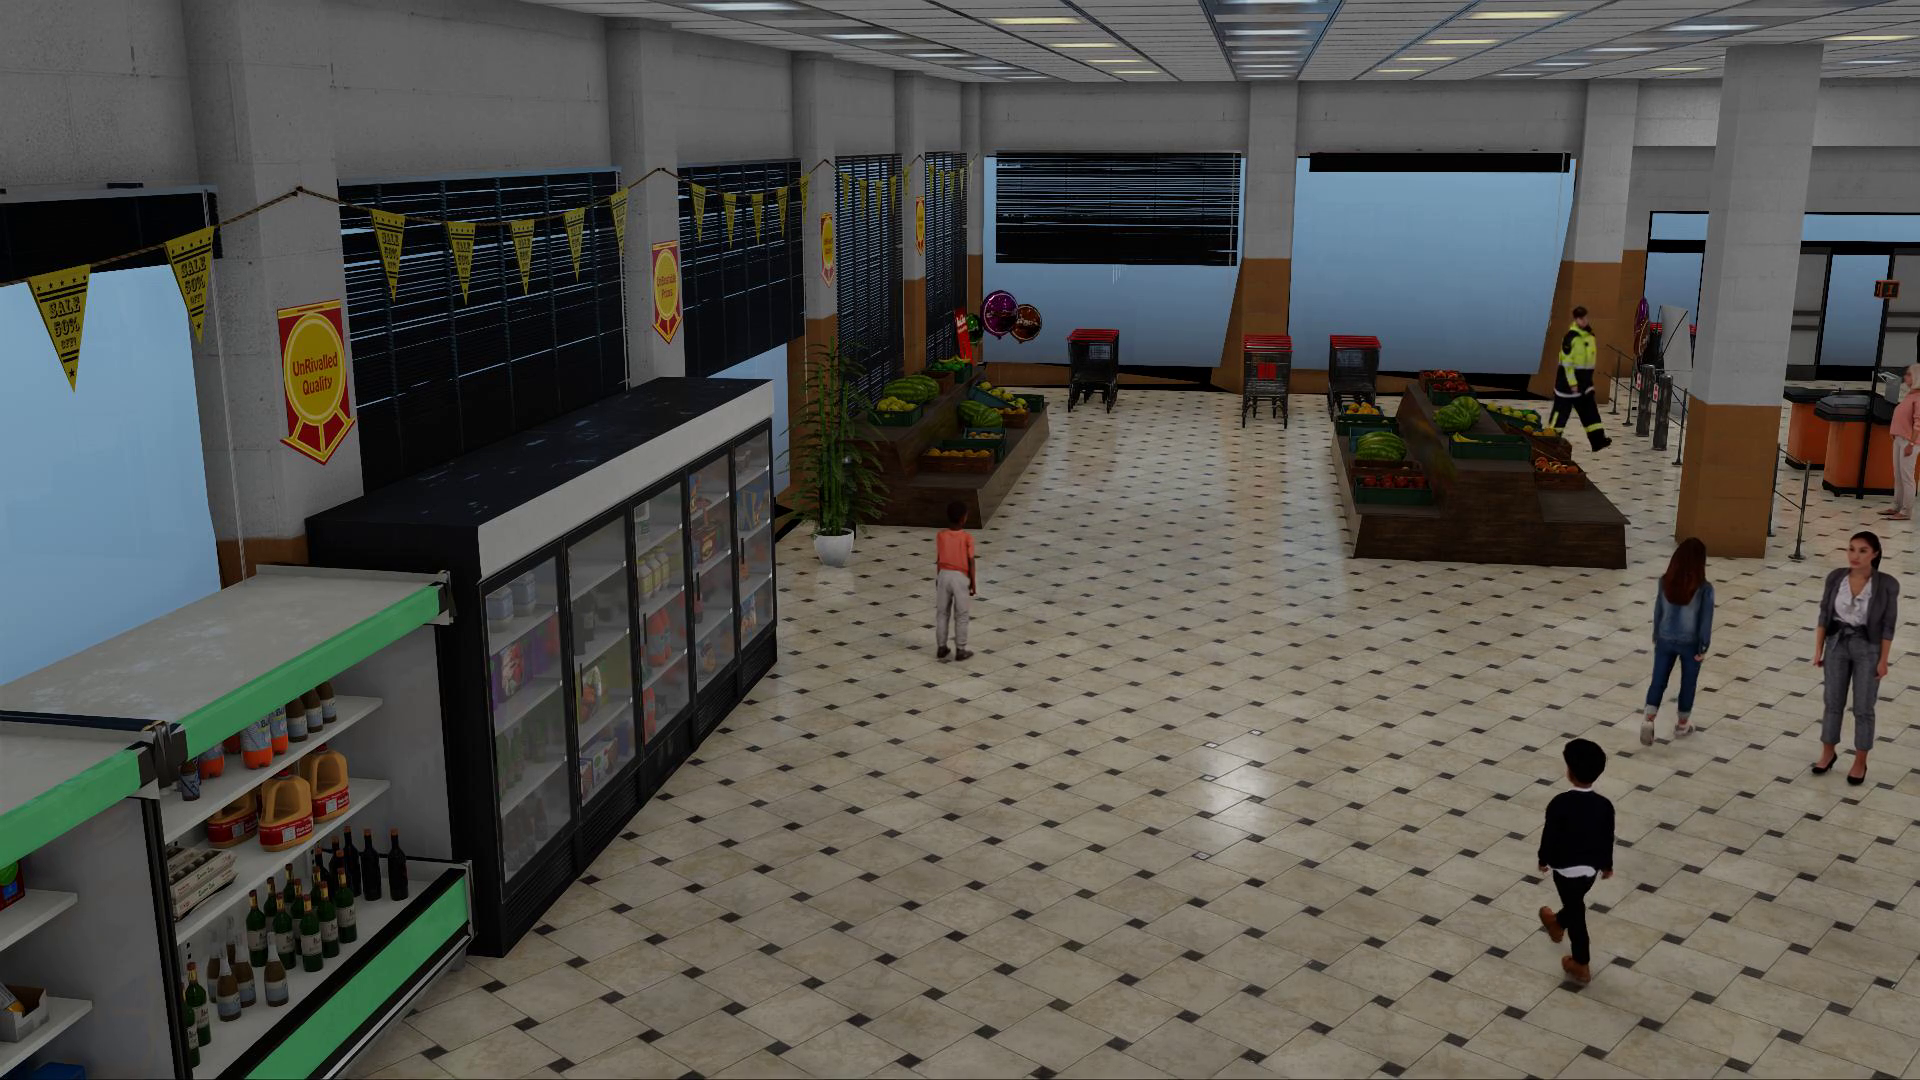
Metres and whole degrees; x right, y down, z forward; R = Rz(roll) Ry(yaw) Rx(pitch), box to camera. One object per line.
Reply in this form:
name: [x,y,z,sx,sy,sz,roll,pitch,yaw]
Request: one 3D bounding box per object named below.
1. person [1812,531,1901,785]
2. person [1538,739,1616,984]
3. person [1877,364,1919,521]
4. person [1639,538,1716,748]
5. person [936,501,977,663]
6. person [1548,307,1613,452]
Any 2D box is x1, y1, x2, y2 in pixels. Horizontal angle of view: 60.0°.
person: [5.859,0.753,10.892,0.755,1.675,0.719,-13,18,-42]
person: [3.116,1.624,8.327,0.683,1.190,0.891,-2,14,-9]
person: [10.473,-1.088,18.378,0.660,1.724,0.460,2,14,8]
person: [4.929,0.723,11.480,0.849,1.455,1.029,11,17,38]
person: [-0.052,0.328,13.418,0.511,1.309,0.507,5,14,19]
person: [8.171,-2.139,22.302,1.257,1.918,1.367,-8,16,-31]
